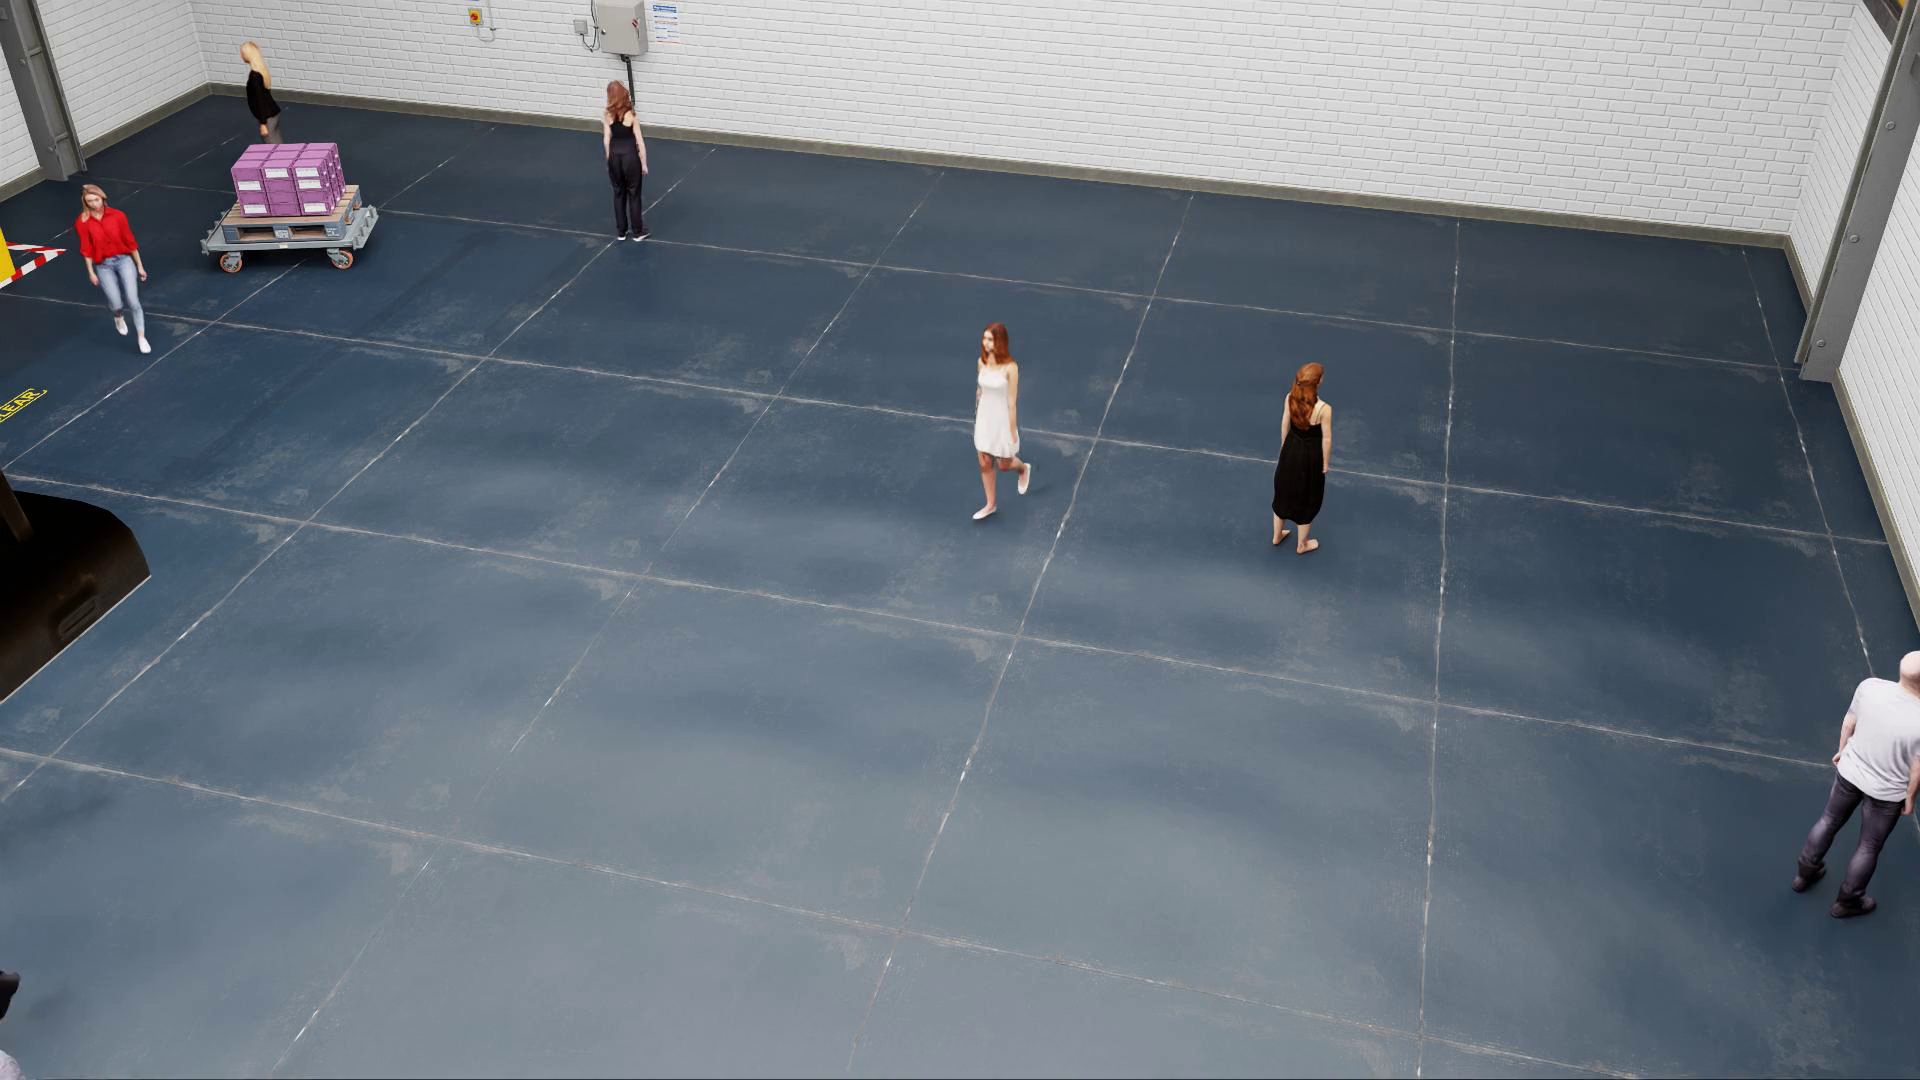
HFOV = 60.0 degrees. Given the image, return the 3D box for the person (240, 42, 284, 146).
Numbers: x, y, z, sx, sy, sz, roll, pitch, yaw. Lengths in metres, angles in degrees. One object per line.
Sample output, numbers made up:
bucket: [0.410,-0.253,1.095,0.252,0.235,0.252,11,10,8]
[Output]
person: [-7.764,-4.693,18.715,0.747,1.838,0.634,-7,34,-10]

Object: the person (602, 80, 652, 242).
person: [-3.613,-4.066,17.857,0.634,1.742,0.566,5,34,8]

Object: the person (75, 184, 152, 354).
person: [-7.989,-2.591,15.688,0.864,1.687,0.917,-23,40,-30]

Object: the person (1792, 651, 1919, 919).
person: [5.249,1.382,9.582,0.807,1.830,0.742,-17,37,-24]

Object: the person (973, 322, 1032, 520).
person: [0.346,-0.965,13.232,0.784,1.698,0.954,25,41,32]

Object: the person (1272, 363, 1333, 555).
person: [2.629,-0.637,12.805,0.653,1.625,0.683,24,41,32]
